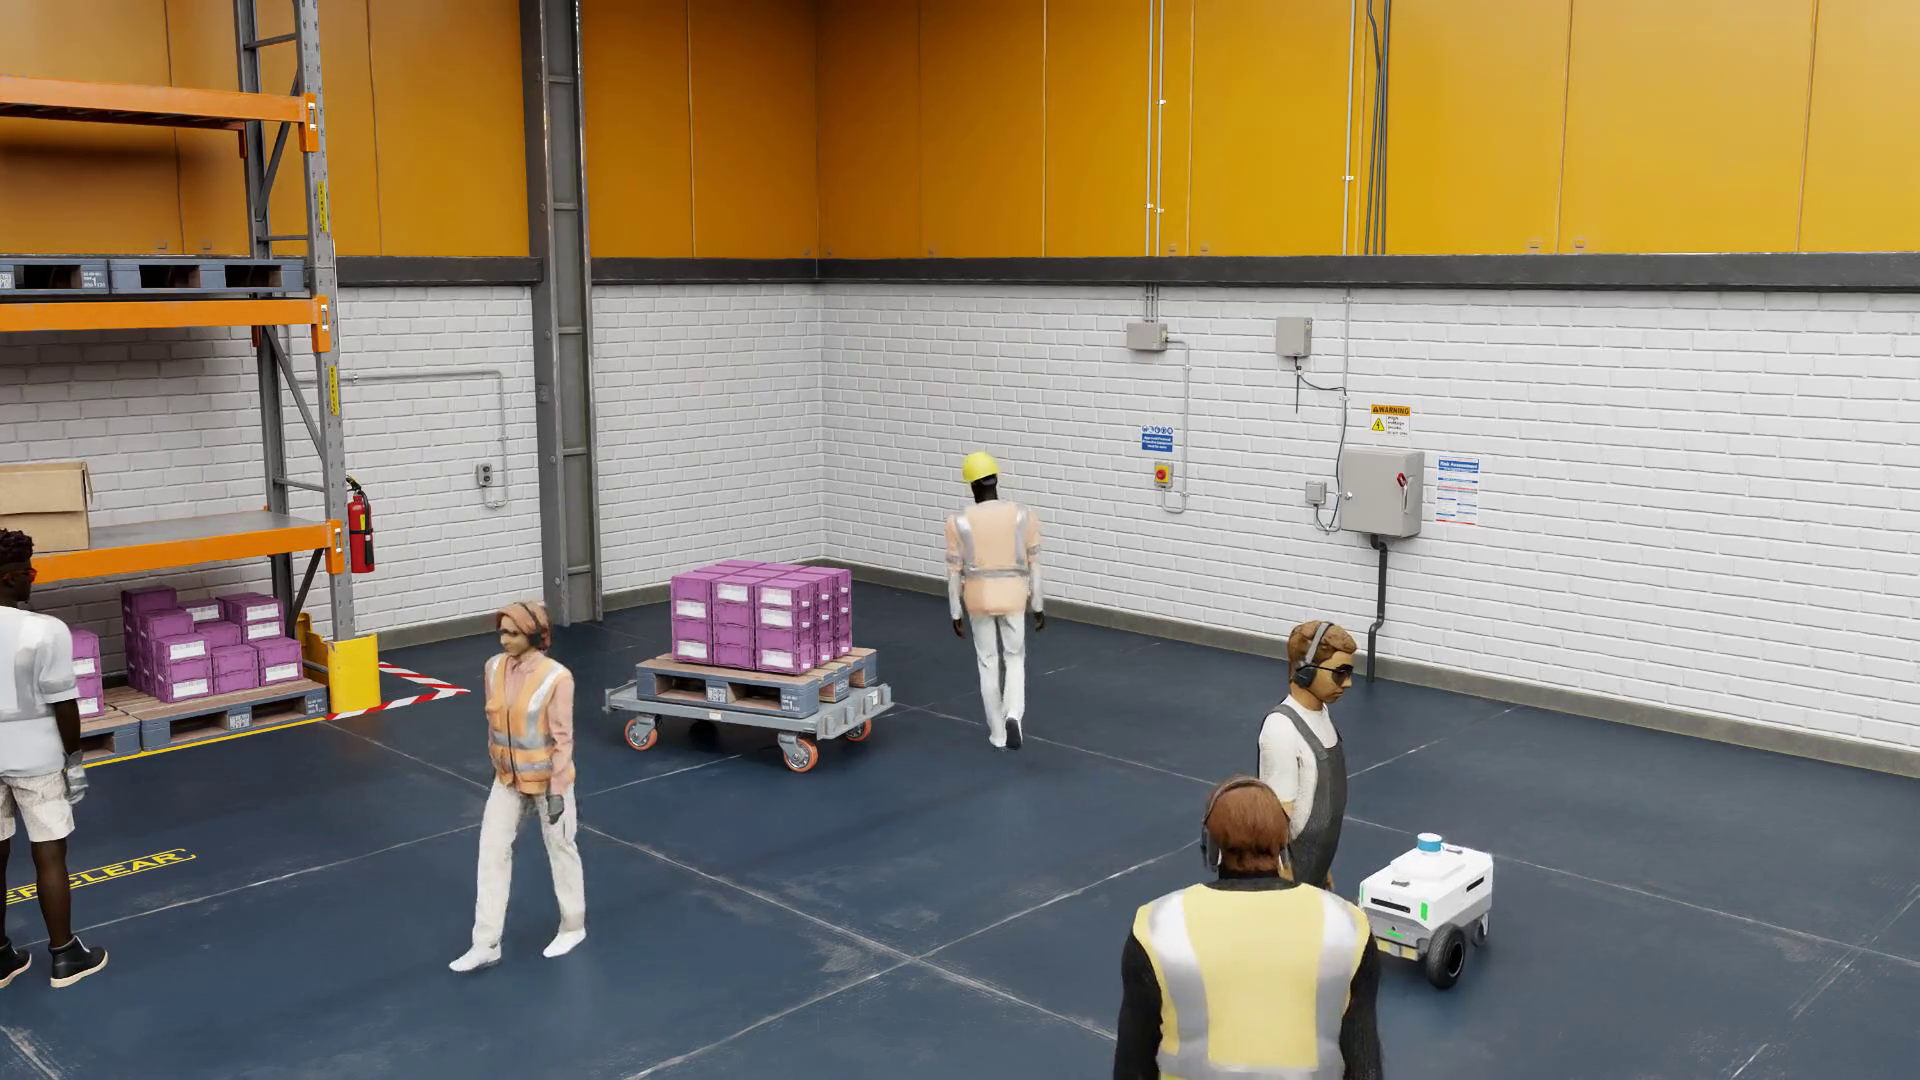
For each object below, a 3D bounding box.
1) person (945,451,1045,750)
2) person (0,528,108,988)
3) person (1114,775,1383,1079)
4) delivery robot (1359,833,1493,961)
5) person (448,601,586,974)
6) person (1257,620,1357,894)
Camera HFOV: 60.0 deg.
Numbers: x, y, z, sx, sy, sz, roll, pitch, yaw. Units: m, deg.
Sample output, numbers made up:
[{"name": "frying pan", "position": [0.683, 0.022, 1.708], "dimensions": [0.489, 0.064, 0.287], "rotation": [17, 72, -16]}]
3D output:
[{"name": "person", "position": [0.224, 0.402, 10.378], "dimensions": [0.630, 1.901, 0.542], "rotation": [-1, 9, -4]}, {"name": "person", "position": [-3.978, 0.923, 6.998], "dimensions": [0.607, 1.963, 0.373], "rotation": [0, 9, 1]}, {"name": "person", "position": [0.709, 1.476, 4.177], "dimensions": [0.641, 1.779, 1.010], "rotation": [0, 9, 2]}, {"name": "delivery robot", "position": [2.050, 1.531, 7.294], "dimensions": [0.477, 0.478, 0.707], "rotation": [8, 12, 41]}, {"name": "person", "position": [-1.911, 1.072, 7.155], "dimensions": [0.551, 1.611, 0.735], "rotation": [5, 11, 30]}, {"name": "person", "position": [1.195, 1.181, 5.802], "dimensions": [0.345, 1.840, 0.504], "rotation": [4, 10, 24]}]
